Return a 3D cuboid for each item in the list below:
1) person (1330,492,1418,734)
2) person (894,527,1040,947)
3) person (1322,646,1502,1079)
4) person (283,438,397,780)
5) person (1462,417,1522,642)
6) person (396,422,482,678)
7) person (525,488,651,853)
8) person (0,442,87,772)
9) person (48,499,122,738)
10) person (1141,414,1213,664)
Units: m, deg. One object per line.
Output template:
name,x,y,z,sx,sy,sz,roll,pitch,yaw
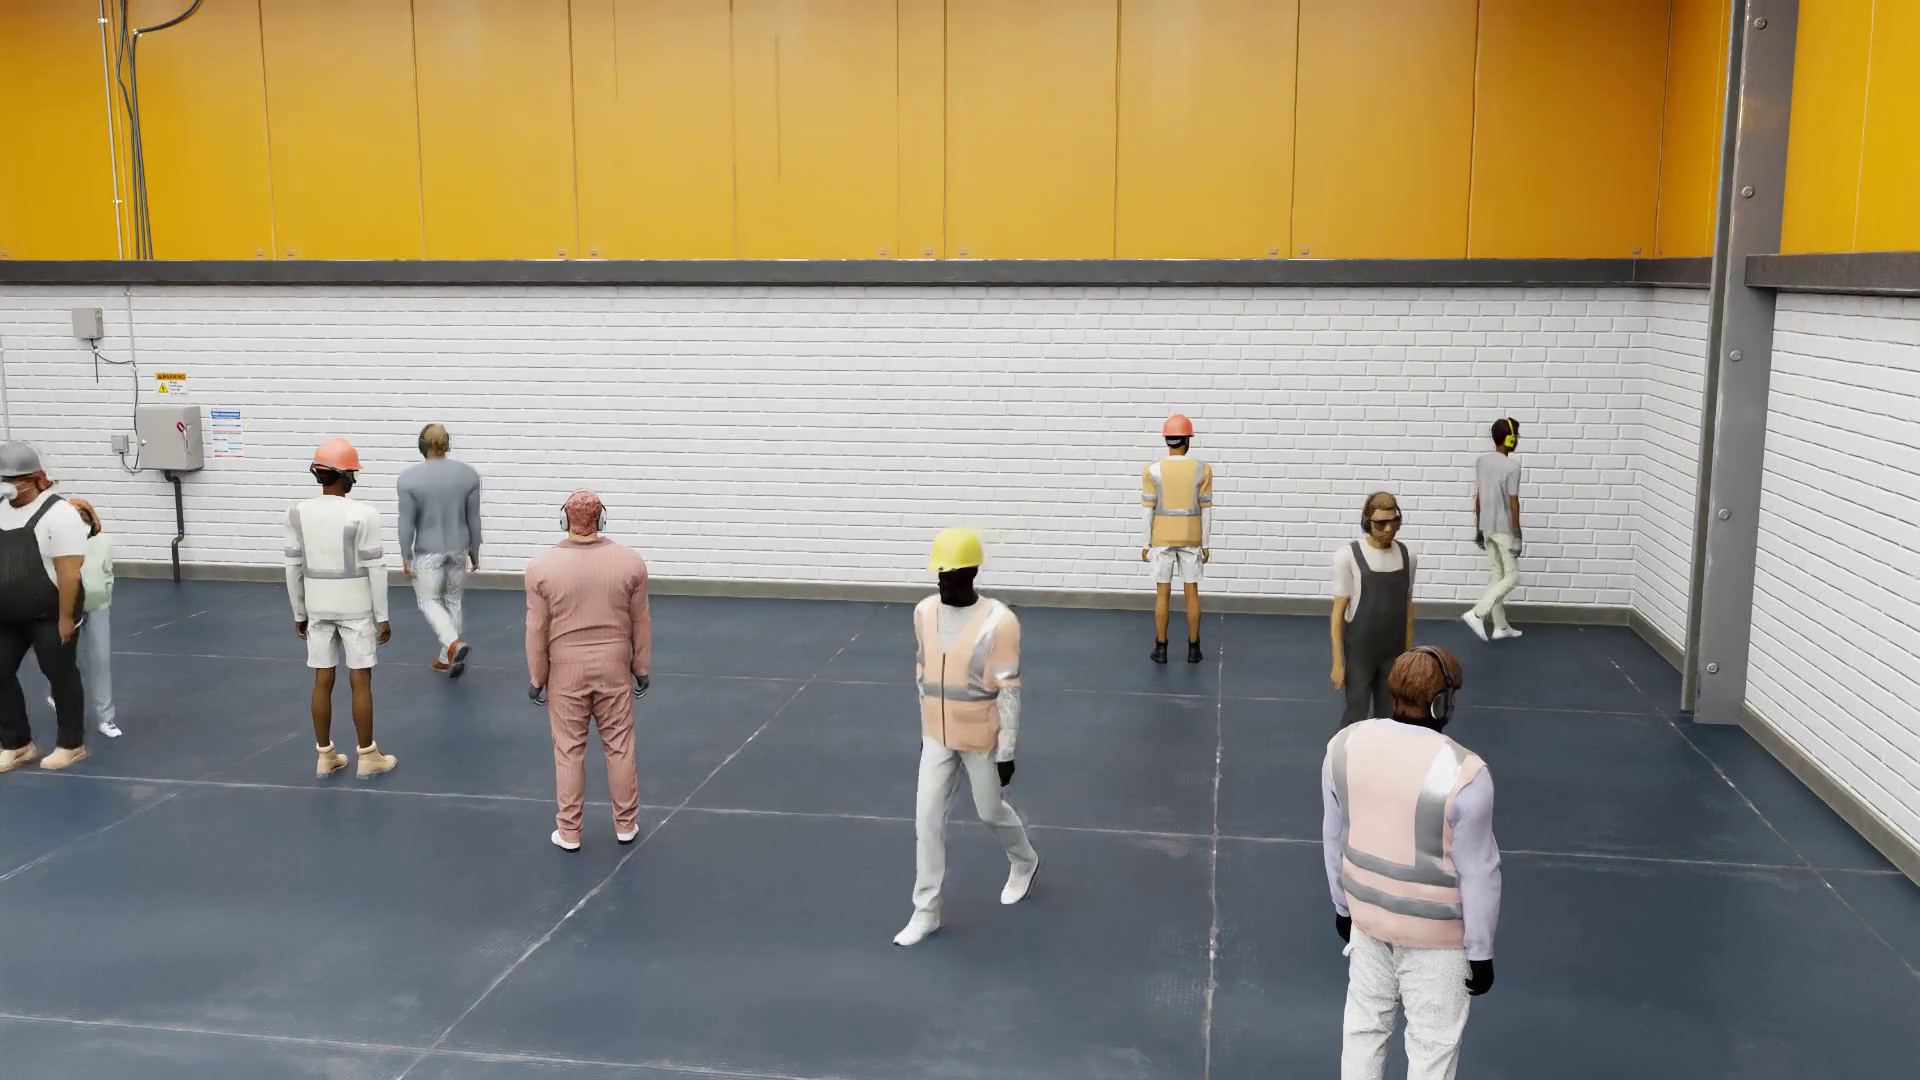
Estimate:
person,2.278,0.636,9.230,0.512,1.833,0.424,-3,10,-18
person,0.061,0.857,7.691,0.596,1.894,0.922,7,11,35
person,1.480,1.247,5.418,0.429,1.841,0.634,-7,12,-38
person,-3.694,0.411,9.953,0.612,2.041,0.394,1,9,9
person,4.374,-0.076,13.542,0.681,1.855,0.551,-4,10,-23
person,-3.794,0.095,12.271,0.626,1.924,0.706,-7,12,-39
person,-1.946,0.679,8.723,0.651,1.907,0.409,-4,10,-22
person,-5.617,0.406,9.993,0.700,2.000,0.651,2,10,15
person,-5.859,0.483,10.986,0.881,1.570,0.507,8,12,41
person,1.666,-0.005,12.854,0.547,1.934,0.376,1,9,4
